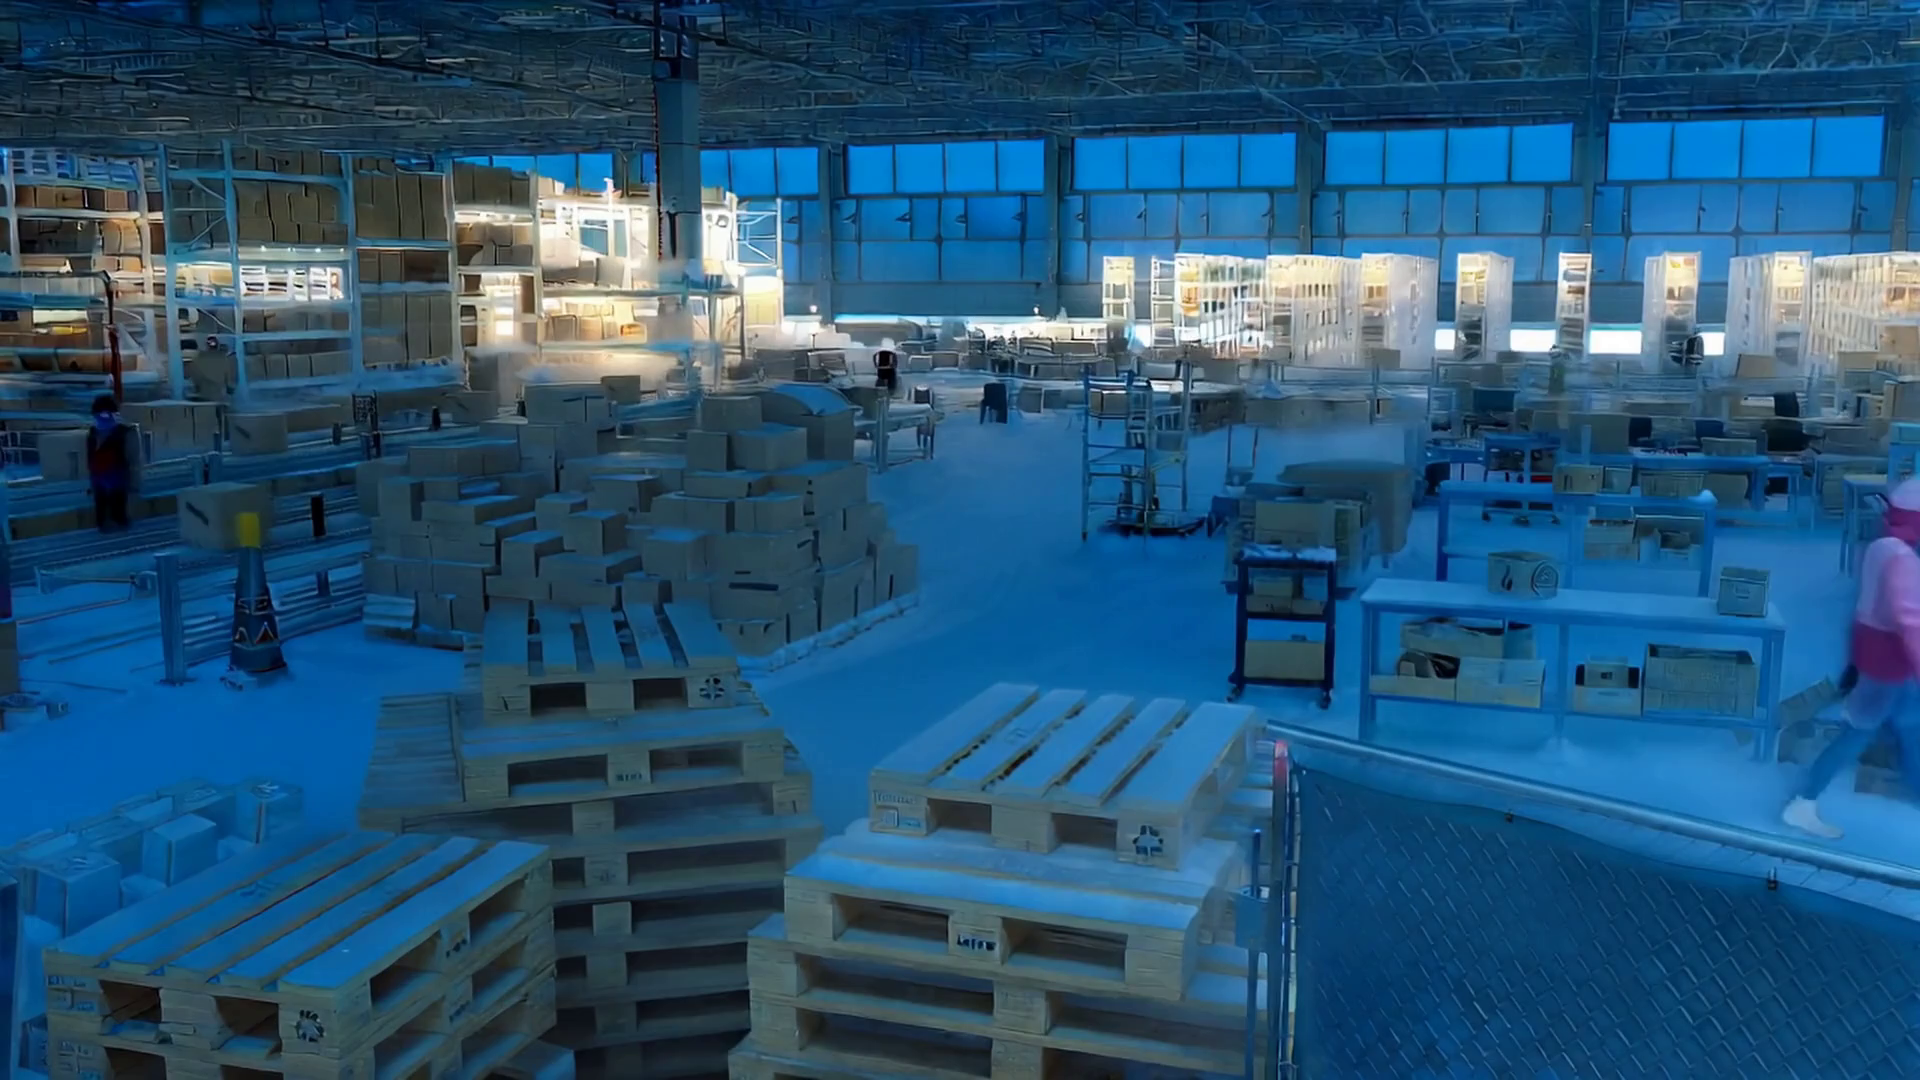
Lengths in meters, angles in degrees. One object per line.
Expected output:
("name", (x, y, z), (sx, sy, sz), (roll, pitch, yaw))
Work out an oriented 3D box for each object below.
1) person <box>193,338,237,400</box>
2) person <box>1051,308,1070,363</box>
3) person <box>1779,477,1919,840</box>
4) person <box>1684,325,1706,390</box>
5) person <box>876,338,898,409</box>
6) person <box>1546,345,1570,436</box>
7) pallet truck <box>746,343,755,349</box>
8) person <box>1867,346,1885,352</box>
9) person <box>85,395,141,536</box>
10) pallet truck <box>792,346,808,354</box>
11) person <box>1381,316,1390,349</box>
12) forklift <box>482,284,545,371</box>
("person", (-14.028, -2.873, 31.345), (0.999, 1.855, 0.640), (6, 11, 32))
("person", (3.231, -6.457, 53.407), (0.625, 1.991, 0.380), (2, 9, 11))
("person", (4.945, 0.653, 8.812), (1.069, 1.984, 0.630), (3, 9, 17))
("person", (17.732, -4.270, 40.204), (0.605, 1.828, 0.403), (-5, 10, -30))
("person", (-1.563, -3.491, 35.708), (0.534, 1.699, 0.318), (6, 11, 33))
("person", (11.134, -2.742, 30.871), (0.575, 1.748, 0.542), (-1, 9, -4))
("pallet truck", (-6.183, -4.618, 44.264), (1.601, 1.201, 0.680), (-9, 12, -43))
("person", (21.157, -4.035, 38.472), (0.408, 1.909, 0.638), (4, 10, 26))
("person", (-8.684, -0.585, 17.093), (0.597, 1.817, 0.536), (3, 10, 20))
("pallet truck", (-3.705, -4.298, 42.022), (0.653, 1.274, 1.630), (3, 10, 20))
("person", (15.615, -7.475, 60.375), (0.867, 1.821, 0.560), (6, 11, 35))
("forklift", (-10.832, -4.702, 39.610), (1.129, 2.768, 1.873), (3, 10, 20))
